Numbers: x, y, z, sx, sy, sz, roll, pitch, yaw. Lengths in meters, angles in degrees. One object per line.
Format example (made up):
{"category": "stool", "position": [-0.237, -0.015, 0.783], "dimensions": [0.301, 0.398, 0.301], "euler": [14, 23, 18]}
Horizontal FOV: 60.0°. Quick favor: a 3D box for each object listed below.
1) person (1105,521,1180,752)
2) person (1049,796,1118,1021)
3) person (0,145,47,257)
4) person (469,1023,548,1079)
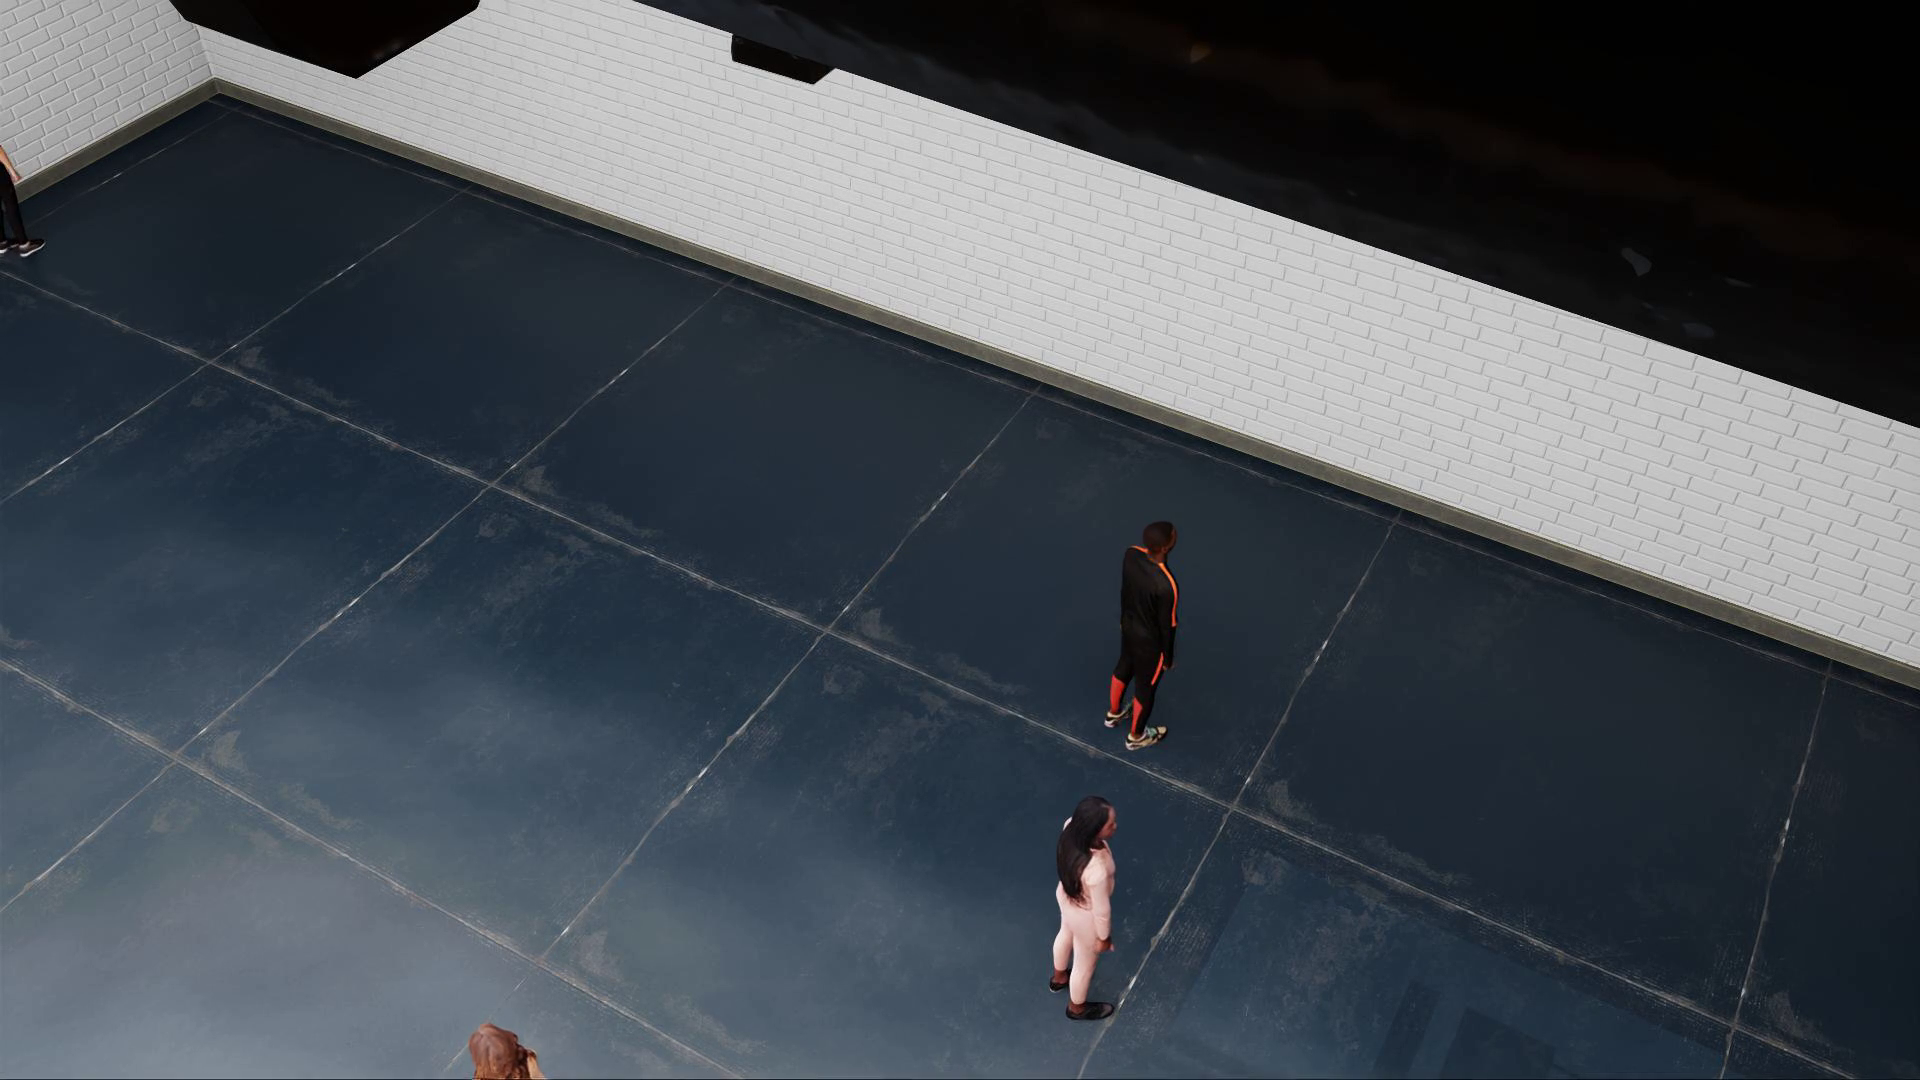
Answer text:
{"category": "person", "position": [1.118, 0.568, 10.116], "dimensions": [0.680, 1.807, 0.694], "euler": [-24, 49, -23]}
{"category": "person", "position": [0.644, 1.938, 8.740], "dimensions": [0.746, 1.721, 0.693], "euler": [-12, 45, -12]}
{"category": "person", "position": [-8.300, -3.146, 14.136], "dimensions": [0.650, 1.639, 0.650], "euler": [9, 44, 10]}
{"category": "person", "position": [-2.035, 2.803, 7.815], "dimensions": [0.646, 1.745, 0.457], "euler": [26, 49, 24]}
